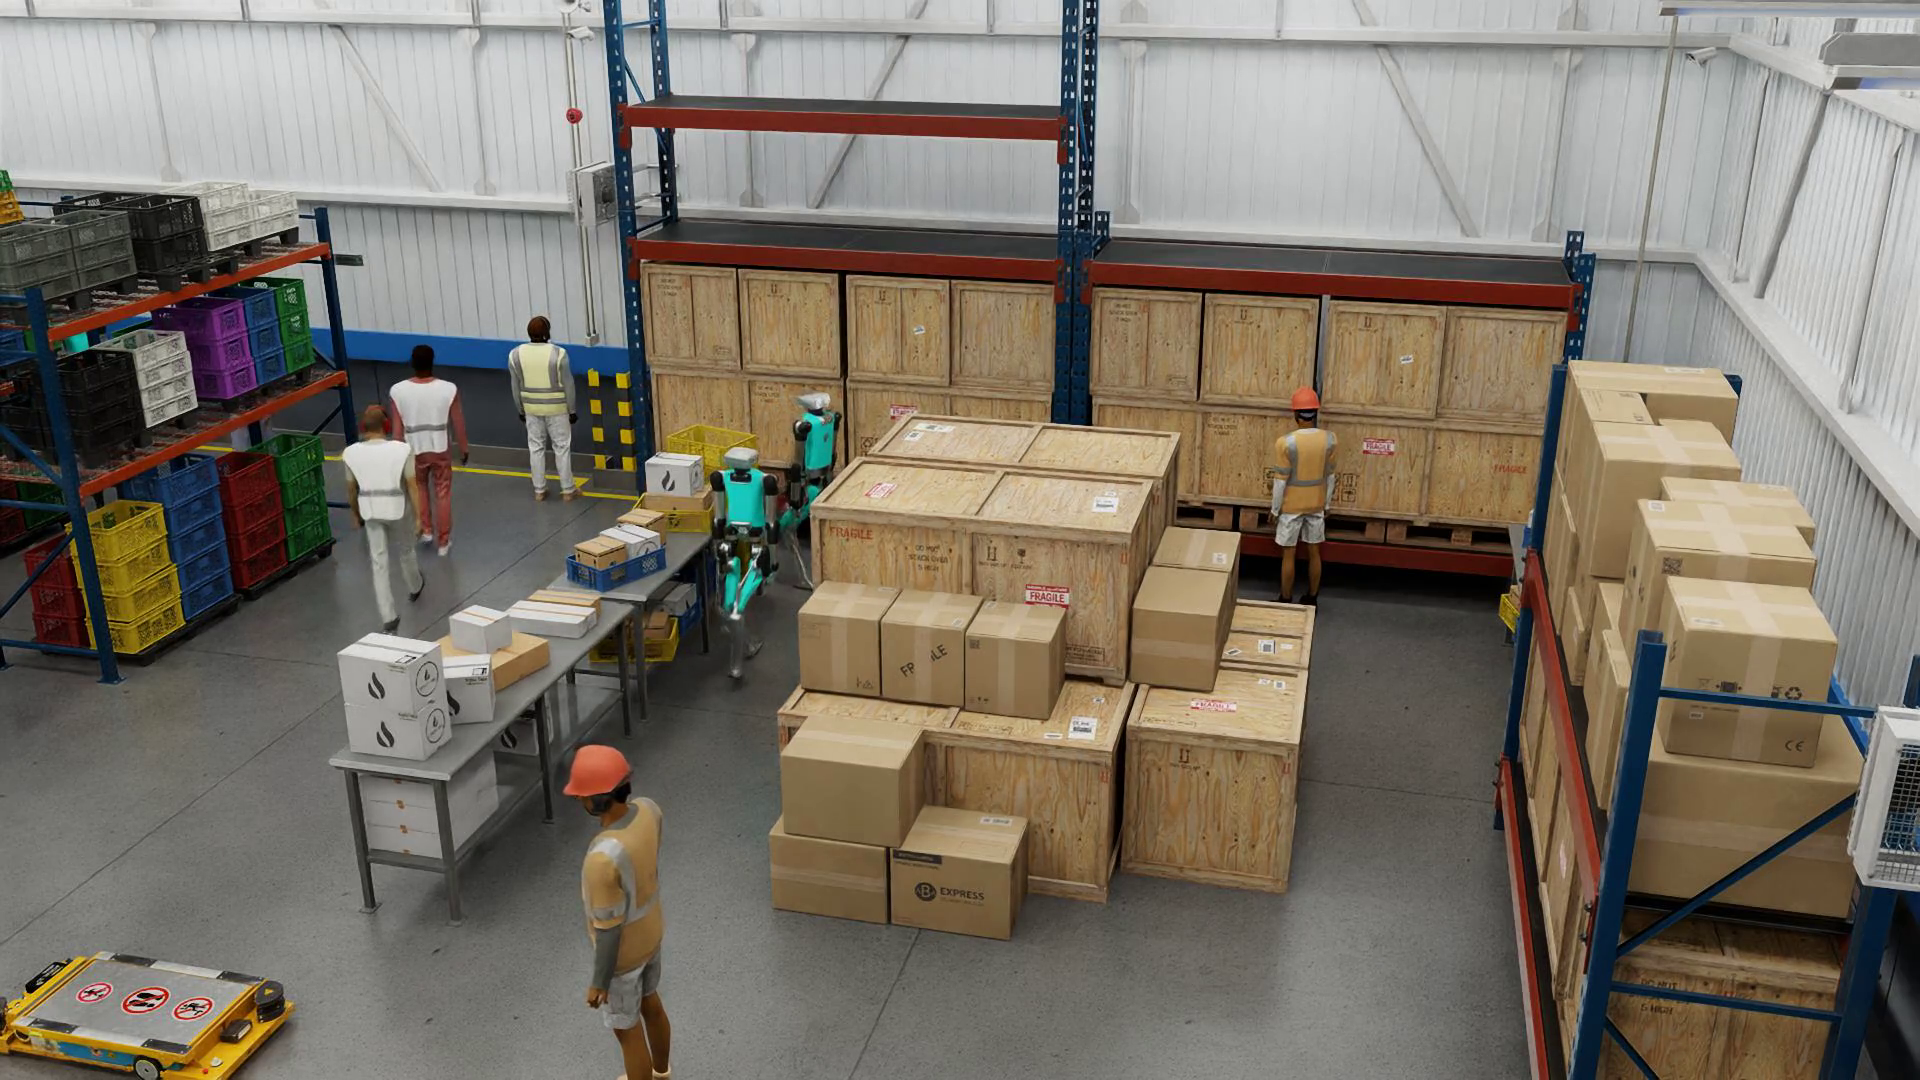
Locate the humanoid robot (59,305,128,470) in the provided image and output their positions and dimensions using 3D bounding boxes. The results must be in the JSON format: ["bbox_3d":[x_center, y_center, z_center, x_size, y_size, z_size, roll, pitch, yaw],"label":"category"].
[{"bbox_3d":[-8.706,-1.520,16.778,0.533,1.677,0.735,-19,28,-41],"label":"humanoid robot"}]

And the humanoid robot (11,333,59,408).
[{"bbox_3d":[-9.314,-1.354,16.551,0.830,1.777,0.541,-1,21,-3],"label":"humanoid robot"}]

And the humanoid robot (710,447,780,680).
[{"bbox_3d":[-1.680,0.249,12.398,0.530,1.772,1.008,5,21,13],"label":"humanoid robot"}]

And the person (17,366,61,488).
[{"bbox_3d":[-9.230,-1.376,16.423,0.496,1.851,0.557,-5,22,-13],"label":"person"}]

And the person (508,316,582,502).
[{"bbox_3d":[-4.011,-1.267,16.158,0.618,1.845,0.430,2,21,6],"label":"person"}]

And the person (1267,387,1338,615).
[{"bbox_3d":[2.757,-0.294,13.495,0.542,1.927,0.370,-5,22,-14],"label":"person"}]

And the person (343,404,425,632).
[{"bbox_3d":[-4.640,-0.232,13.500,0.588,1.789,0.986,-2,21,-6],"label":"person"}]

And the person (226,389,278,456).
[{"bbox_3d":[-7.001,-1.270,16.335,0.530,1.705,0.925,0,21,0],"label":"person"}]

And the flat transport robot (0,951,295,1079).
[{"bbox_3d":[-4.270,2.464,8.601,1.431,0.231,0.659,5,22,13],"label":"flat transport robot"}]

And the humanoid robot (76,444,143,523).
[{"bbox_3d":[-7.592,-0.647,14.766,0.615,1.635,0.433,-18,27,-39],"label":"humanoid robot"}]

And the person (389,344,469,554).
[{"bbox_3d":[-4.746,-0.837,14.950,0.615,1.897,0.647,-4,21,-11],"label":"person"}]

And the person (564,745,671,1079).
[{"bbox_3d":[-1.574,1.862,7.700,0.383,2.039,0.604,4,21,11],"label":"person"}]

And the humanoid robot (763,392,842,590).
[{"bbox_3d":[-1.459,-0.417,14.160,0.910,1.816,0.540,14,25,32],"label":"humanoid robot"}]
